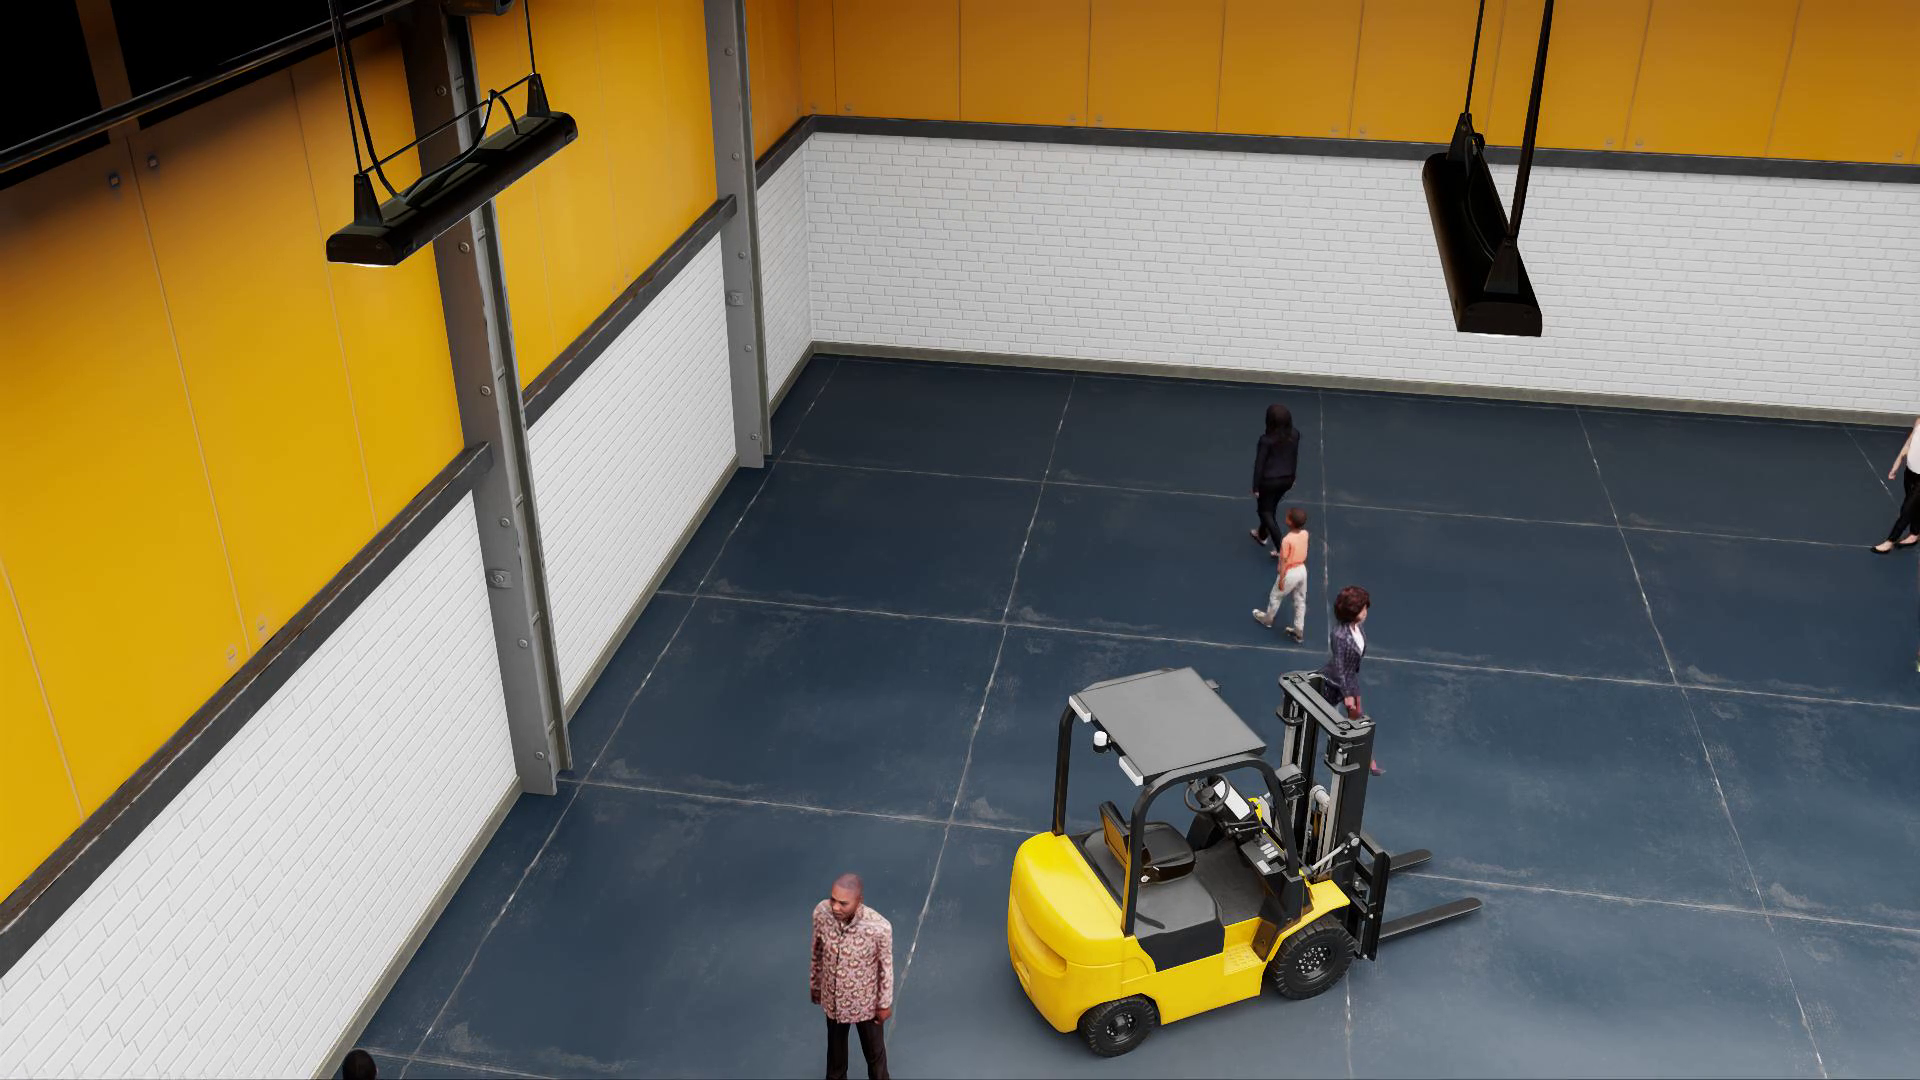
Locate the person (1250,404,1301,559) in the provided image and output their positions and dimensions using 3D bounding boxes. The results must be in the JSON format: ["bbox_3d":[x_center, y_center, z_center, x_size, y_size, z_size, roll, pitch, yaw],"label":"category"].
[{"bbox_3d":[3.118,-0.553,16.301,0.976,1.599,1.061,-16,32,-27],"label":"person"}]

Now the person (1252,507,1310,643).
[{"bbox_3d":[3.041,0.334,14.997,0.775,1.290,0.858,-16,32,-26],"label":"person"}]

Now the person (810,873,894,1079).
[{"bbox_3d":[-0.648,2.732,10.059,0.733,1.808,0.650,11,30,19],"label":"person"}]

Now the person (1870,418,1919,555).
[{"bbox_3d":[9.539,-0.654,16.380,0.904,1.699,0.948,-7,29,-12],"label":"person"}]

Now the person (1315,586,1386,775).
[{"bbox_3d":[2.917,1.106,13.189,0.972,1.666,1.024,21,35,34],"label":"person"}]
